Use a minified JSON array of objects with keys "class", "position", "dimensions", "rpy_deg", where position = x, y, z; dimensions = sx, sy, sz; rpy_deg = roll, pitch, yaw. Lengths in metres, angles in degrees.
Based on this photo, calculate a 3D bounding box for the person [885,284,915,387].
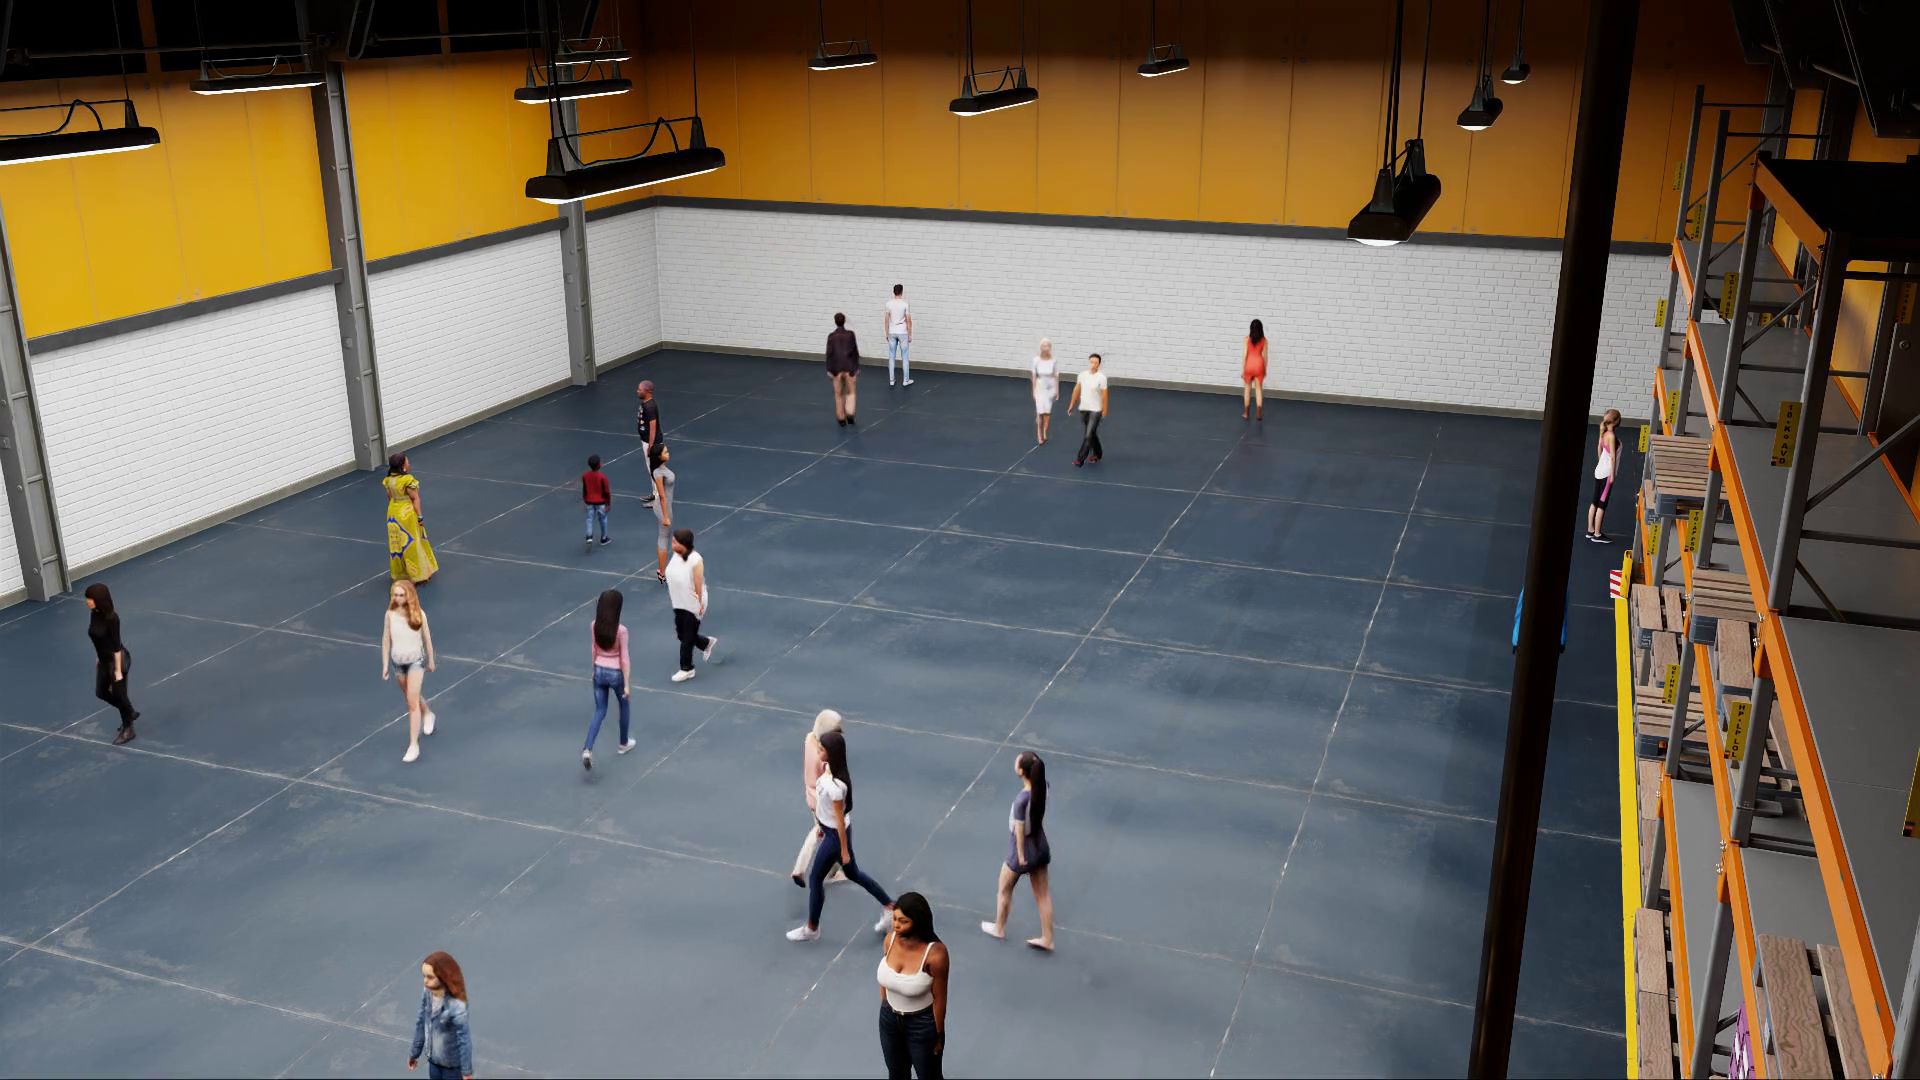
[{"class":"person","position":[-1.134,-3.775,30.558],"dimensions":[0.653,1.850,0.557],"rpy_deg":[5,19,15]}]

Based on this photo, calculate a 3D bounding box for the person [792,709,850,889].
[{"class":"person","position":[-1.122,2.118,13.331],"dimensions":[0.858,1.675,0.983],"rpy_deg":[15,24,38]}]

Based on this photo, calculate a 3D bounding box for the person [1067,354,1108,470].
[{"class":"person","position":[2.052,-1.977,25.368],"dimensions":[0.952,1.754,1.223],"rpy_deg":[16,25,40]}]

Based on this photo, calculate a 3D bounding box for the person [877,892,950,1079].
[{"class":"person","position":[-0.291,3.018,10.450],"dimensions":[0.700,1.810,0.685],"rpy_deg":[13,22,33]}]

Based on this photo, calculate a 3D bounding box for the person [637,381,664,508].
[{"class":"person","position":[-4.361,-1.370,23.488],"dimensions":[0.823,1.804,0.724],"rpy_deg":[-5,19,-14]}]

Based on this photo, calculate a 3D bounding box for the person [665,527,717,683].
[{"class":"person","position":[-2.855,0.652,17.688],"dimensions":[1.001,1.672,0.894],"rpy_deg":[-14,23,-37]}]

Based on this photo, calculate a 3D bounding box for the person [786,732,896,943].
[{"class":"person","position":[-0.840,2.286,12.743],"dimensions":[0.949,1.732,1.156],"rpy_deg":[-1,19,-3]}]

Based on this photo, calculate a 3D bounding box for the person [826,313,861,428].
[{"class":"person","position":[-1.918,-2.792,27.537],"dimensions":[0.872,1.913,0.913],"rpy_deg":[-5,19,-14]}]

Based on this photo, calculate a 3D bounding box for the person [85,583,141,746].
[{"class":"person","position":[-8.183,1.171,16.211],"dimensions":[0.597,1.632,0.637],"rpy_deg":[10,21,26]}]

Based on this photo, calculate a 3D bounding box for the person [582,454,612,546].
[{"class":"person","position":[-4.787,-0.504,21.784],"dimensions":[0.610,1.250,0.696],"rpy_deg":[2,19,6]}]

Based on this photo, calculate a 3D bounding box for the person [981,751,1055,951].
[{"class":"person","position":[0.596,2.385,12.612],"dimensions":[0.853,1.628,0.882],"rpy_deg":[17,25,41]}]

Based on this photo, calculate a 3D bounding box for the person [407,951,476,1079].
[{"class":"person","position":[-3.177,3.211,10.403],"dimensions":[0.661,1.472,0.696],"rpy_deg":[13,23,34]}]

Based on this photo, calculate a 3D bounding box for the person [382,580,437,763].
[{"class":"person","position":[-5.271,1.186,16.023],"dimensions":[0.772,1.724,1.173],"rpy_deg":[1,19,4]}]

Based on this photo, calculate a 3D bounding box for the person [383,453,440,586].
[{"class":"person","position":[-6.822,-0.276,20.463],"dimensions":[0.878,1.661,0.800],"rpy_deg":[9,21,25]}]

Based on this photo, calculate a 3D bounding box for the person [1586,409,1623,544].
[{"class":"person","position":[8.525,-0.862,22.003],"dimensions":[0.732,1.788,0.588],"rpy_deg":[0,19,-1]}]

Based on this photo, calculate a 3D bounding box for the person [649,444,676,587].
[{"class":"person","position":[-3.647,-0.322,20.412],"dimensions":[0.722,1.781,0.611],"rpy_deg":[-3,19,-9]}]

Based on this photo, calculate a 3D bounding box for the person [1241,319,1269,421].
[{"class":"person","position":[4.972,-2.888,28.129],"dimensions":[0.656,1.719,0.627],"rpy_deg":[0,19,-1]}]

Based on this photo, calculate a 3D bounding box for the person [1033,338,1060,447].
[{"class":"person","position":[1.353,-2.397,26.661],"dimensions":[0.786,1.726,0.922],"rpy_deg":[-3,19,-9]}]

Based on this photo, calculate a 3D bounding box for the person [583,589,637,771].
[{"class":"person","position":[-3.335,1.323,15.622],"dimensions":[0.623,1.719,1.071],"rpy_deg":[5,19,15]}]
